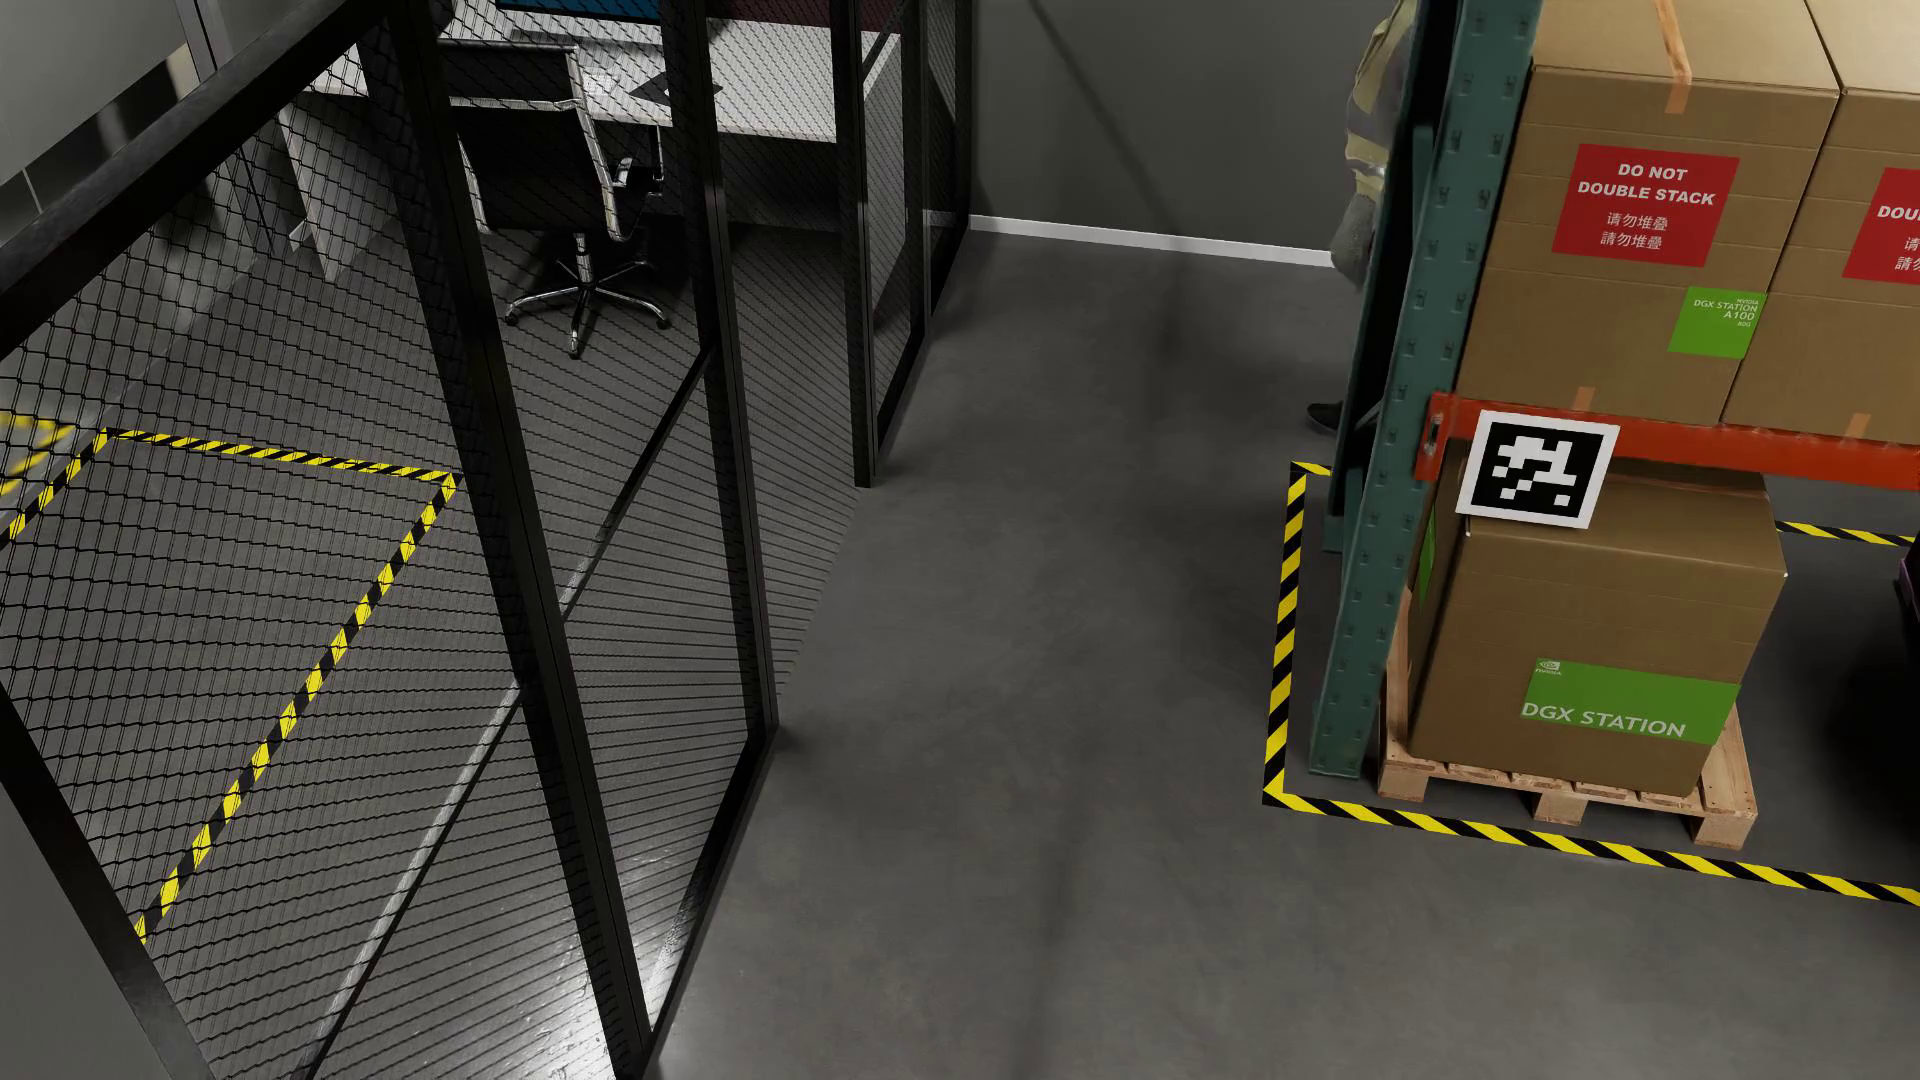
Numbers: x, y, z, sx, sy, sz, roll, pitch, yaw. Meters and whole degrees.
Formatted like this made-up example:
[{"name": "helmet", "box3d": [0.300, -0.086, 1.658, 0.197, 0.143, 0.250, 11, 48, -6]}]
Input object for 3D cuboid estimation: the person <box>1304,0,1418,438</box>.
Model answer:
[{"name": "person", "box3d": [1.307, -1.065, 4.810, 0.424, 1.819, 0.598, 7, 41, 8]}]
